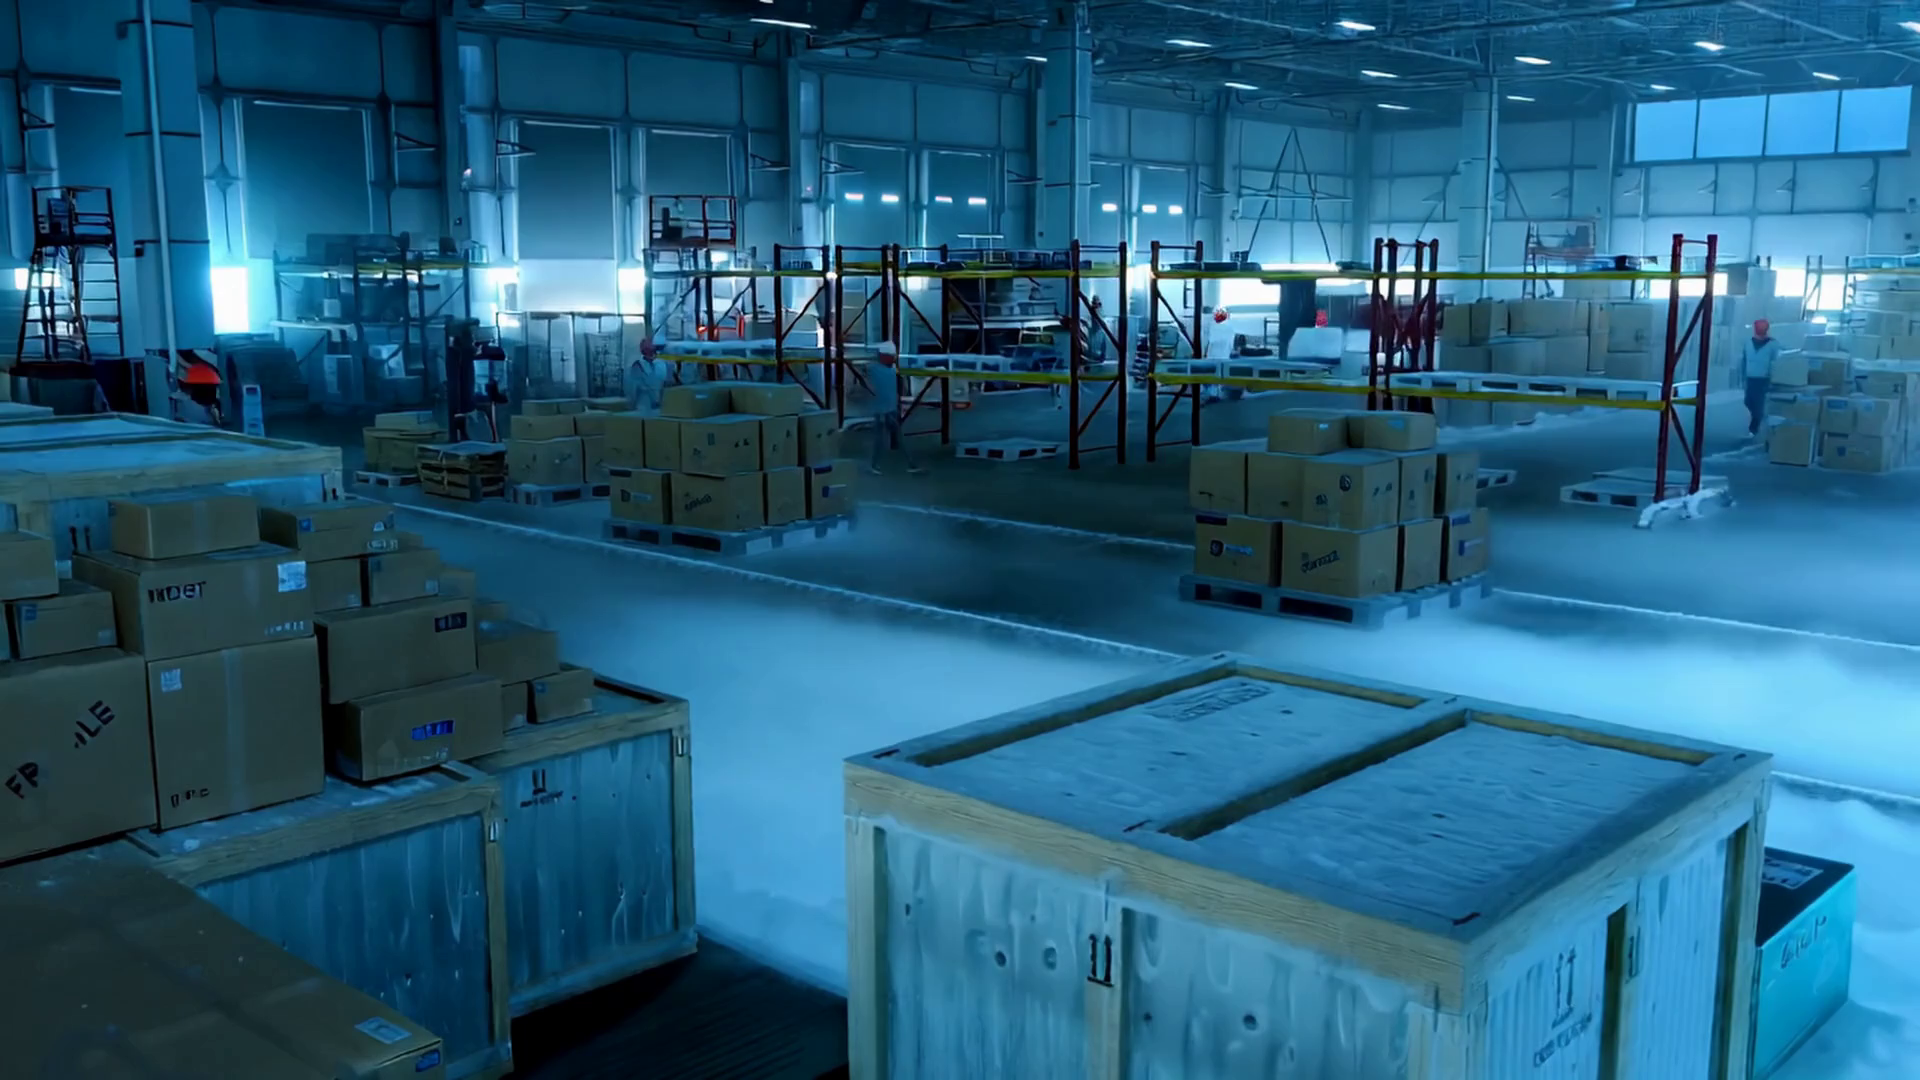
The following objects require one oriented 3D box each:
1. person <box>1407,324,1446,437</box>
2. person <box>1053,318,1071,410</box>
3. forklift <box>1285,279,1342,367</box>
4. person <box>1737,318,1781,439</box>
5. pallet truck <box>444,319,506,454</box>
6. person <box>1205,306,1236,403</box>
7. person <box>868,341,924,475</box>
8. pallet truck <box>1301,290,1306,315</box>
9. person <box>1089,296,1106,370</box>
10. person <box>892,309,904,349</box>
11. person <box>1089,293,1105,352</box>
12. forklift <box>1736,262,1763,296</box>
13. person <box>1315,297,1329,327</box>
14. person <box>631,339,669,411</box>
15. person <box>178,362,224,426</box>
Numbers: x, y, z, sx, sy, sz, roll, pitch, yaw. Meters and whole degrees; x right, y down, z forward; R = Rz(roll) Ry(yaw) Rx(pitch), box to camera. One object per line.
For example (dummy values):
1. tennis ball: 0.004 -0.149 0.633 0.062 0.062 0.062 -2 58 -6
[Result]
1. person: 7.137 -2.424 25.647 0.722 1.823 0.505 0 9 -2
2. person: 2.000 -3.320 31.398 0.483 1.738 0.320 1 9 8
3. forklift: 9.145 -5.999 44.327 1.873 2.768 1.129 9 13 43
4. person: 12.563 -2.537 26.104 0.690 1.902 0.606 -6 11 -32
5. pallet truck: -6.981 -1.942 22.150 1.885 1.965 0.823 1 9 9
6. person: 5.189 -3.697 33.146 0.586 1.923 0.633 -8 12 -41
7. person: -0.866 -1.669 21.295 0.891 1.719 0.542 7 11 36
8. pallet truck: 11.297 -6.951 52.861 1.885 1.965 0.823 -5 11 -29
9. person: 3.612 -5.420 43.677 0.370 1.934 0.627 5 10 27
10. person: -1.623 -5.225 43.410 0.311 1.632 0.521 -1 9 -8
11. person: 4.213 -6.642 51.201 0.543 1.928 0.392 -3 10 -16
12. forklift: 20.958 -5.997 44.311 1.873 2.768 1.129 9 13 43
13. person: 10.171 -5.807 46.274 0.756 1.858 0.576 1 9 7
14. person: -4.492 -2.079 24.055 0.537 1.662 0.855 -5 11 -30
15. person: -6.394 -0.568 14.115 1.009 1.871 0.613 -4 10 -23
